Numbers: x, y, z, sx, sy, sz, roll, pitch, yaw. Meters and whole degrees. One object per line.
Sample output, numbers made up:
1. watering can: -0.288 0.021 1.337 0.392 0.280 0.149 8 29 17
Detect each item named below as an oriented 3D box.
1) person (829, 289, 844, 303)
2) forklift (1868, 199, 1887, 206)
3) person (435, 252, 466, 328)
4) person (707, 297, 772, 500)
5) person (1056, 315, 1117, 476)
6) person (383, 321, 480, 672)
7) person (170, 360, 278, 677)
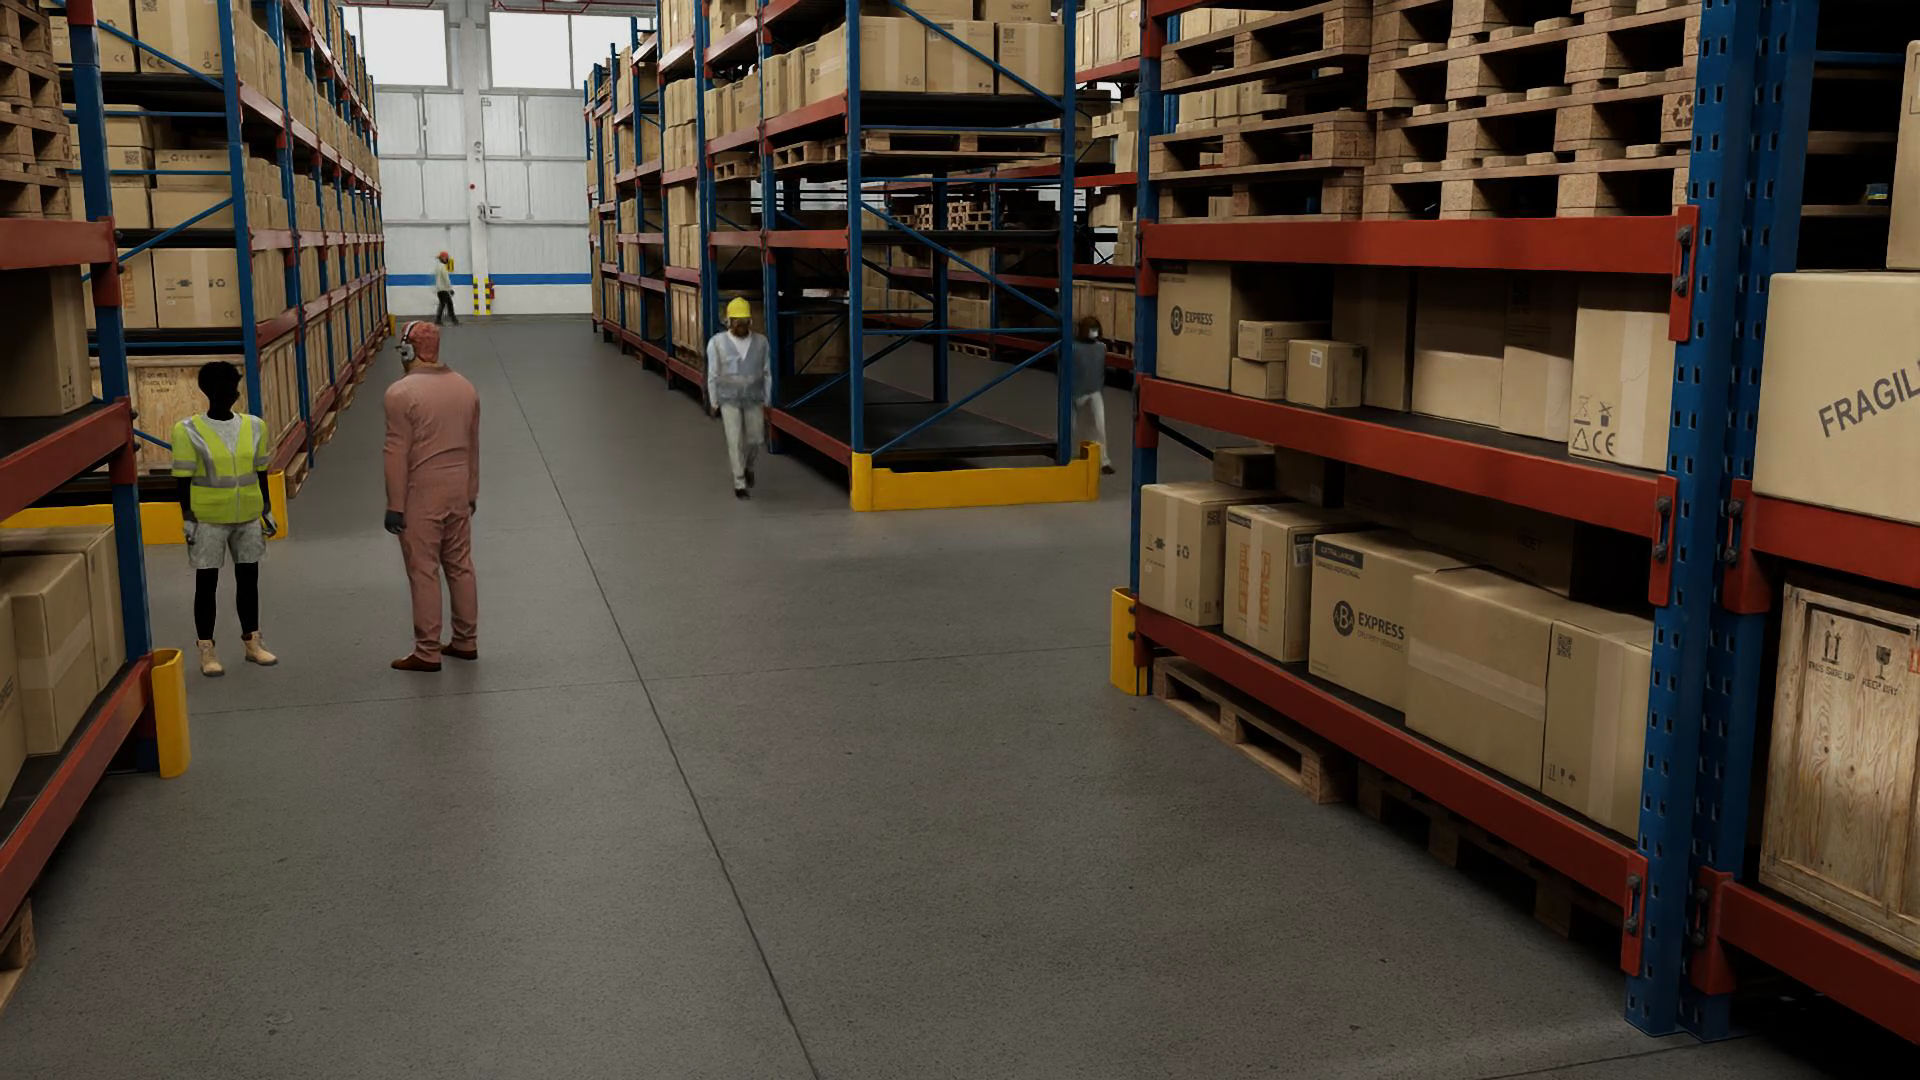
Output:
1. person: -3.326 -6.534 43.408 0.876 1.970 0.610 -4 11 -23
2. forklift: 11.338 -2.915 21.052 1.129 2.768 1.873 -3 11 -17
3. person: -13.214 -6.459 43.018 0.921 1.959 0.620 -5 11 -25
4. person: -1.988 -1.280 15.004 0.597 1.817 0.495 -4 11 -19
5. person: 1.230 -1.451 16.591 0.522 1.582 0.871 -5 12 -27
6. person: -2.901 -0.239 9.086 0.398 1.899 0.650 5 11 24
7. person: -3.964 -0.123 8.994 0.319 1.696 0.532 9 14 41
